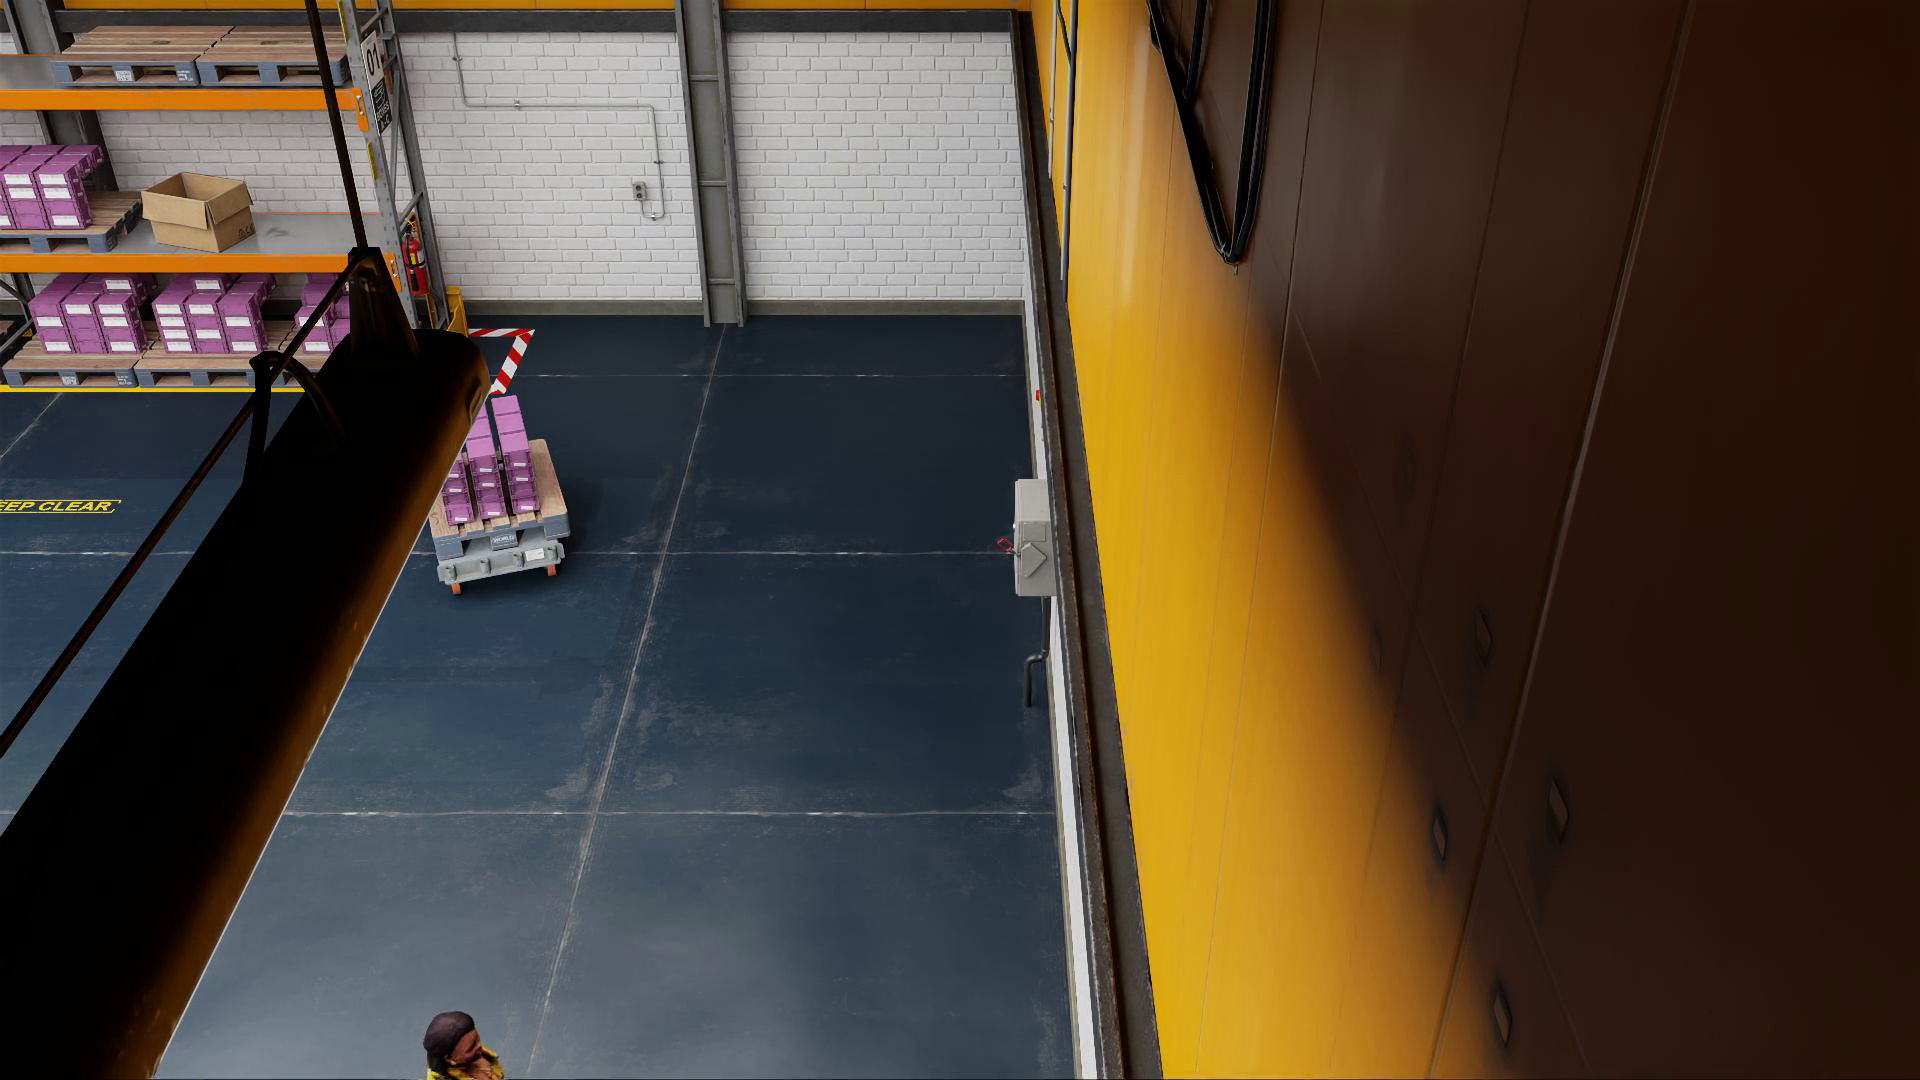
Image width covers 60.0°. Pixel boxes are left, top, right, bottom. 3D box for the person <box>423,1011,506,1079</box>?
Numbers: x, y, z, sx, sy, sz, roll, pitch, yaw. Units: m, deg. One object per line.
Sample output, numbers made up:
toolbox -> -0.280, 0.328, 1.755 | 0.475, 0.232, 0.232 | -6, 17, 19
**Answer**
person -> -2.319, 2.812, 7.695 | 1.169, 1.614, 0.839 | -4, 34, -6
